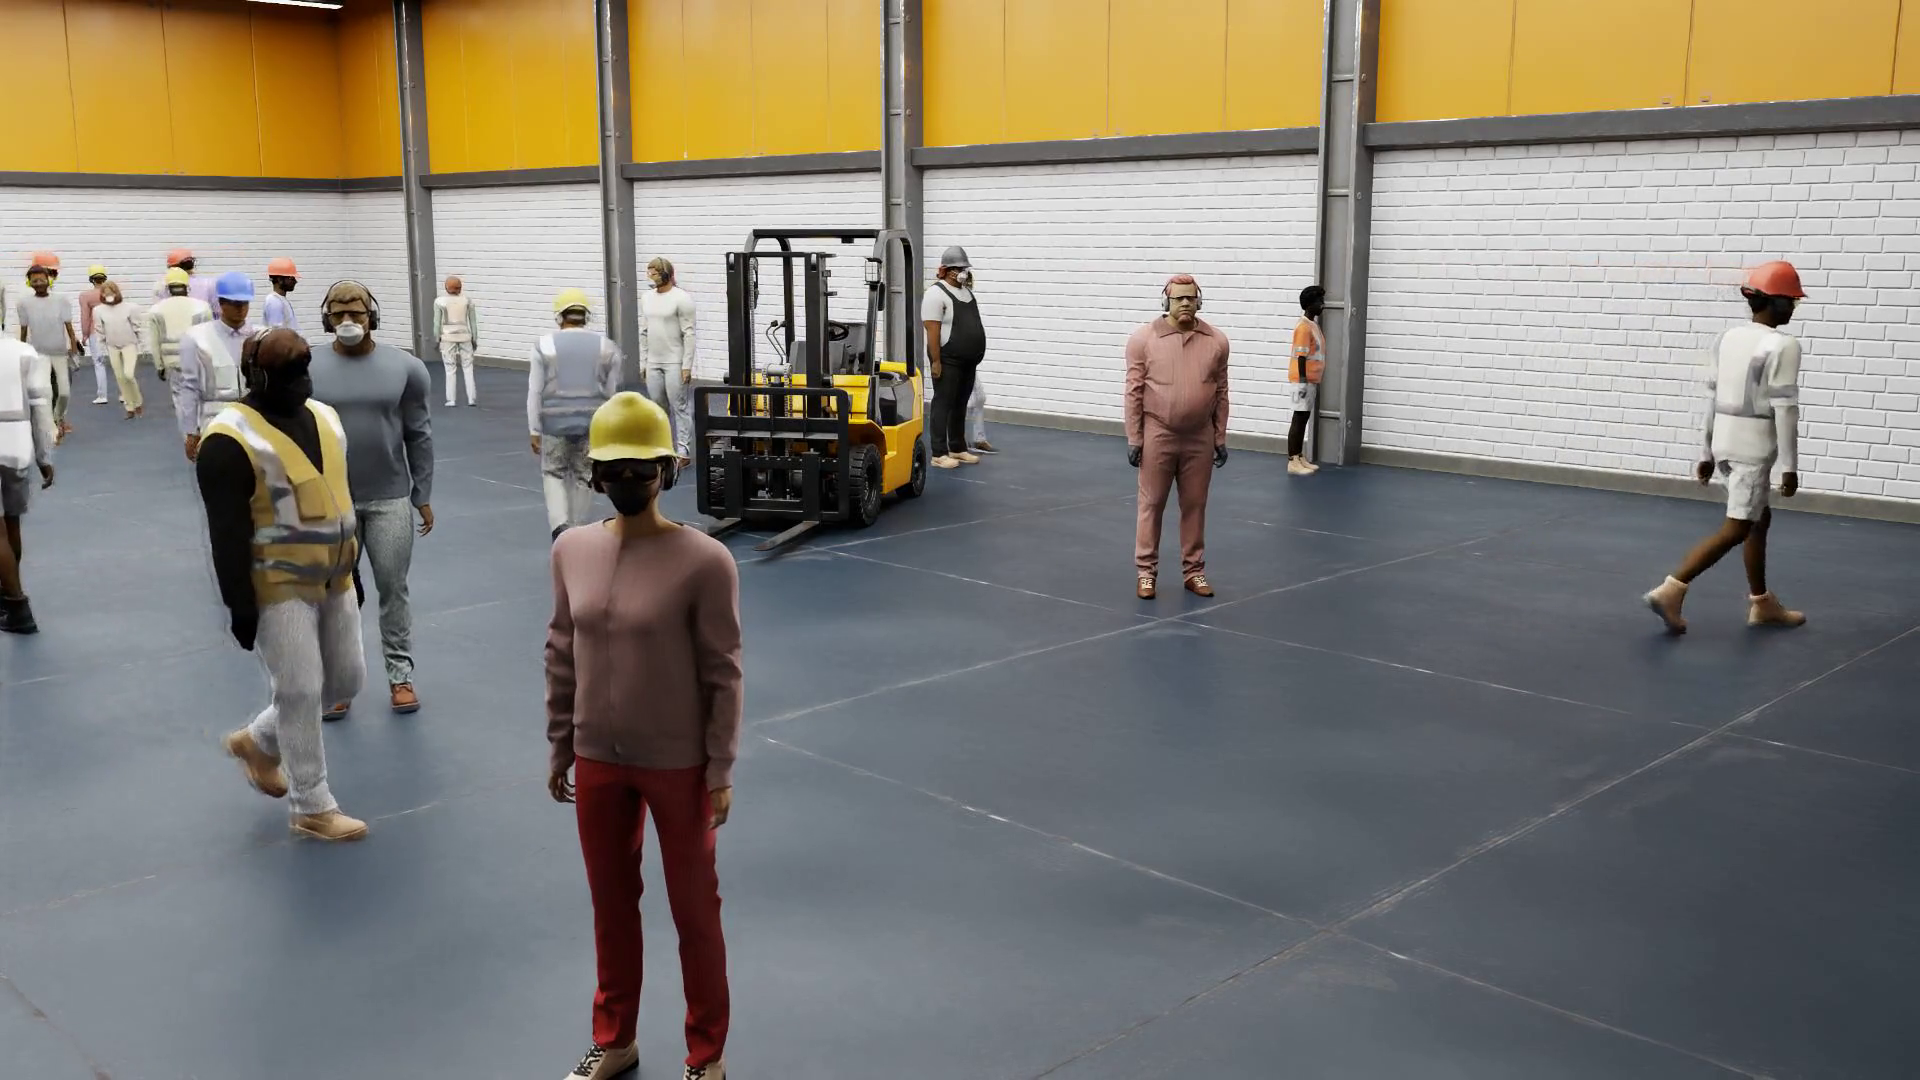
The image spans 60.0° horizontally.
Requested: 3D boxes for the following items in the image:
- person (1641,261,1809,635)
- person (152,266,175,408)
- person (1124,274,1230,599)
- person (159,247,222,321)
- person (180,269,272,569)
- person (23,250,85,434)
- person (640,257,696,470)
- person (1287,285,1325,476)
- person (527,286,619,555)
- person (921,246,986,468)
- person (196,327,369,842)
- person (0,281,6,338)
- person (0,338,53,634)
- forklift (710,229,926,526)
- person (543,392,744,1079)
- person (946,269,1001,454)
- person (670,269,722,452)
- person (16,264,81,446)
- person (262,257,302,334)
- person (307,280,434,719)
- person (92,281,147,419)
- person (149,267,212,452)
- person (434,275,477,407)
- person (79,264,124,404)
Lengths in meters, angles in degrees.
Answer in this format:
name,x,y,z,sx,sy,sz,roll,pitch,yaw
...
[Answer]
name,x,y,z,sx,sy,sz,roll,pitch,yaw
person,4.136,-0.480,8.869,0.960,2.007,0.617,-2,11,-8
person,-9.587,-2.581,20.574,0.647,1.913,0.409,-4,11,-19
person,1.286,-0.604,9.803,0.643,1.909,0.410,-2,11,-10
person,-8.465,-2.223,18.369,0.628,2.008,0.580,-9,14,-41
person,-4.408,-0.680,10.146,0.632,1.928,0.512,-7,13,-34
person,-9.735,-2.113,17.878,0.581,1.968,0.633,-2,11,-8
person,-2.664,-1.598,15.151,0.629,1.935,0.372,7,13,35
person,3.096,-1.423,14.864,0.318,1.691,0.532,4,11,19
person,-2.528,-0.753,10.914,0.598,1.800,0.501,-4,11,-20
person,-0.022,-1.696,15.390,0.538,2.000,0.689,6,12,31
person,-2.400,0.155,5.895,0.588,1.823,0.639,3,11,18
person,-13.673,-3.017,23.264,0.975,1.789,0.642,9,14,42
person,-5.295,-0.459,9.014,0.814,1.899,0.568,7,13,35
forklift,-1.050,-1.319,12.920,1.214,2.155,2.313,2,11,13
person,-0.771,0.526,4.020,0.530,1.772,0.300,4,11,20
person,0.083,-1.716,16.091,0.717,1.828,0.552,6,12,28
person,-2.675,-1.681,15.735,0.814,1.878,0.660,-3,11,-17
person,-9.352,-1.906,17.091,0.524,1.845,0.771,-7,13,-35
person,-6.352,-1.688,15.676,0.384,1.930,0.540,-2,11,-13
person,-2.649,-0.177,7.387,0.629,1.939,0.374,-4,11,-19
person,-9.707,-2.188,19.230,0.525,1.603,0.454,-1,10,-6
person,-7.610,-1.763,16.346,0.602,1.818,0.431,-2,11,-12
person,-6.271,-2.470,20.714,0.520,1.638,0.309,-5,12,-25
person,-10.887,-2.608,21.119,0.327,1.767,0.533,9,14,40
